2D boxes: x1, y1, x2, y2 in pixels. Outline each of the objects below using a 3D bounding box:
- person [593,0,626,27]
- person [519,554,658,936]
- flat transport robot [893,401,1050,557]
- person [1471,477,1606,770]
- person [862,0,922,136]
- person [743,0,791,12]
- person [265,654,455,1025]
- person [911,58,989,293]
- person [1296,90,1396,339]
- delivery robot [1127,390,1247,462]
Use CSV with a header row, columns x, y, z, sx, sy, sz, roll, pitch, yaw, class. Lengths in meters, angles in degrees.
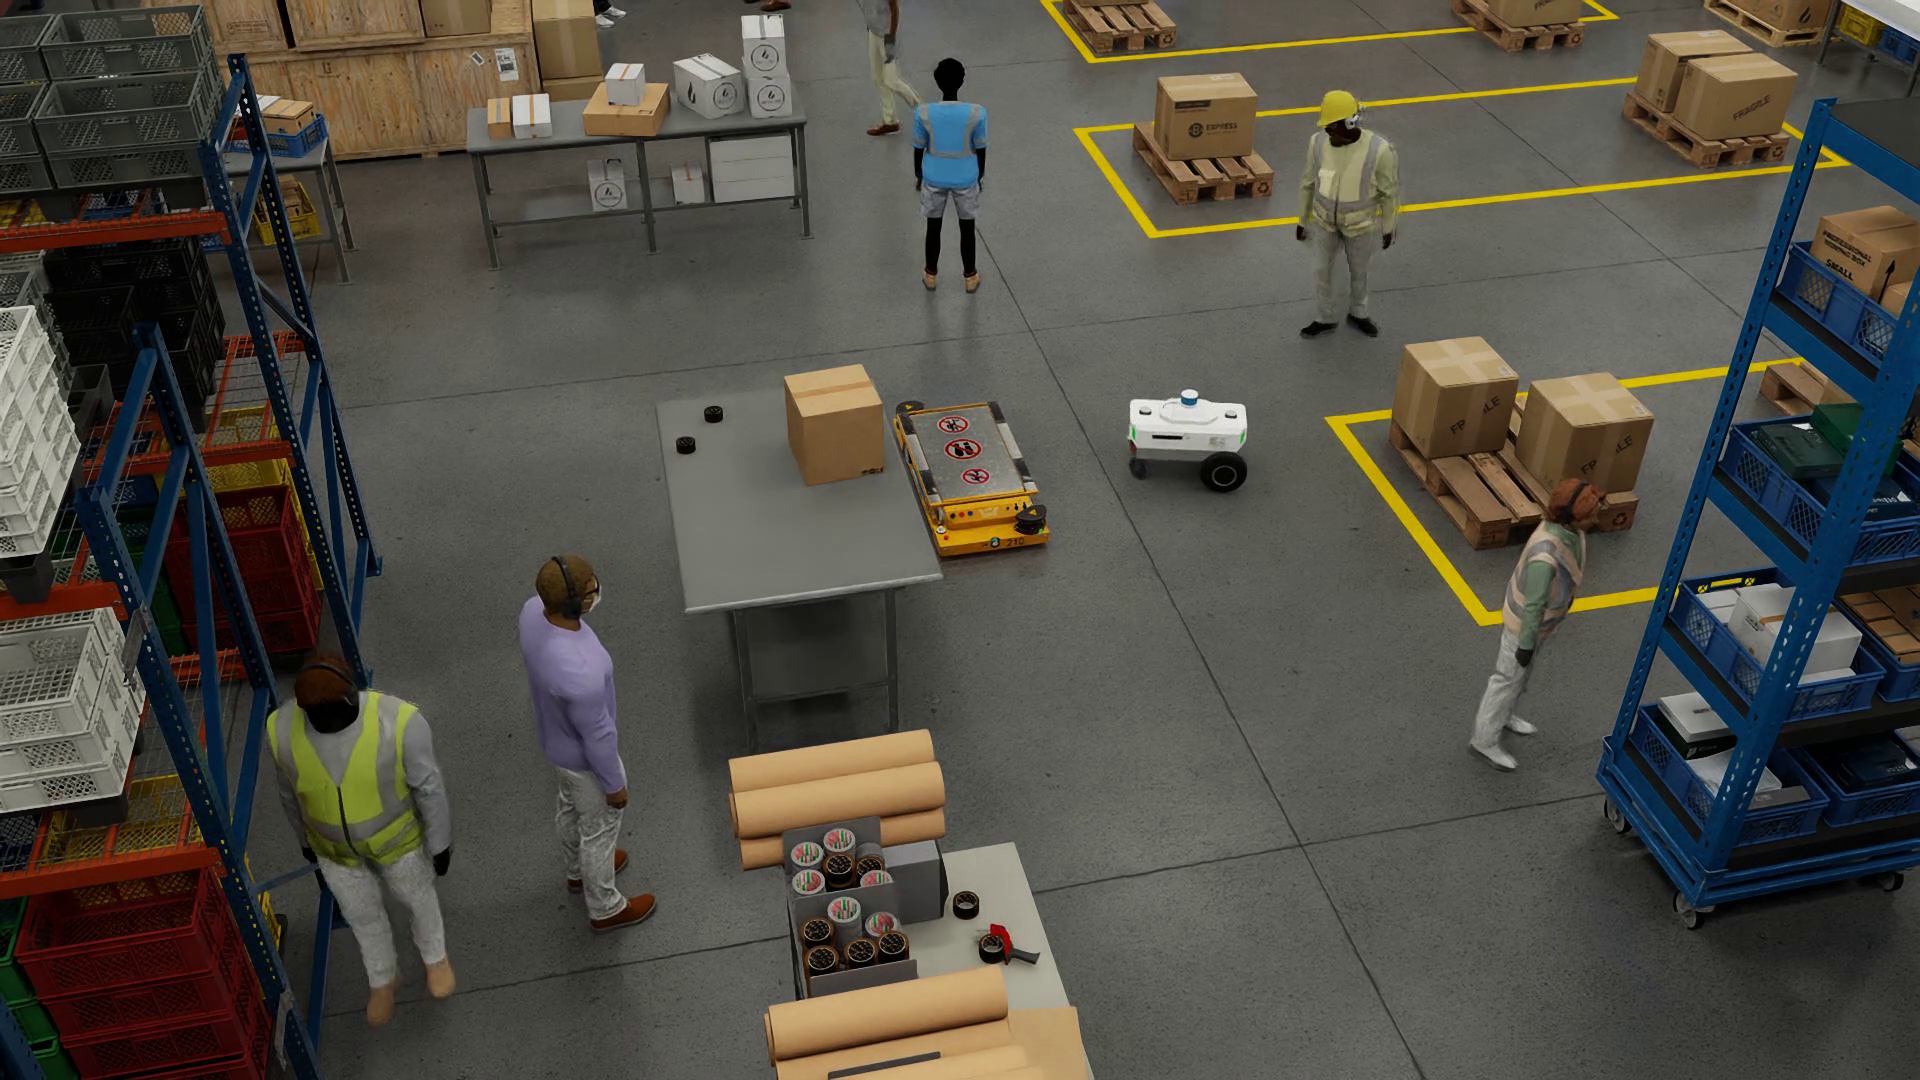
x,y,z,sx,sy,sz,roll,pitch,yaw,class
-3.618,-6.012,16.251,0.394,1.911,0.583,10,38,13,person
-1.579,0.861,6.993,0.358,1.931,0.628,-20,41,-25,person
0.046,-0.430,10.108,0.652,0.197,1.431,-8,37,-10,flat transport robot
2.726,0.379,7.892,0.316,1.630,0.521,20,41,25,person
-0.573,-4.282,13.986,0.603,1.837,0.577,-18,40,-22,person
-1.916,-6.255,16.590,0.488,1.892,0.654,-26,44,-31,person
-2.349,1.184,6.644,0.641,1.833,0.449,-3,37,-4,person
-0.071,-2.572,11.814,0.547,1.690,0.321,4,37,5,person
2.610,-2.175,11.199,0.663,1.786,0.537,19,41,23,person
1.380,-0.687,10.141,0.707,0.478,0.477,3,37,4,delivery robot
